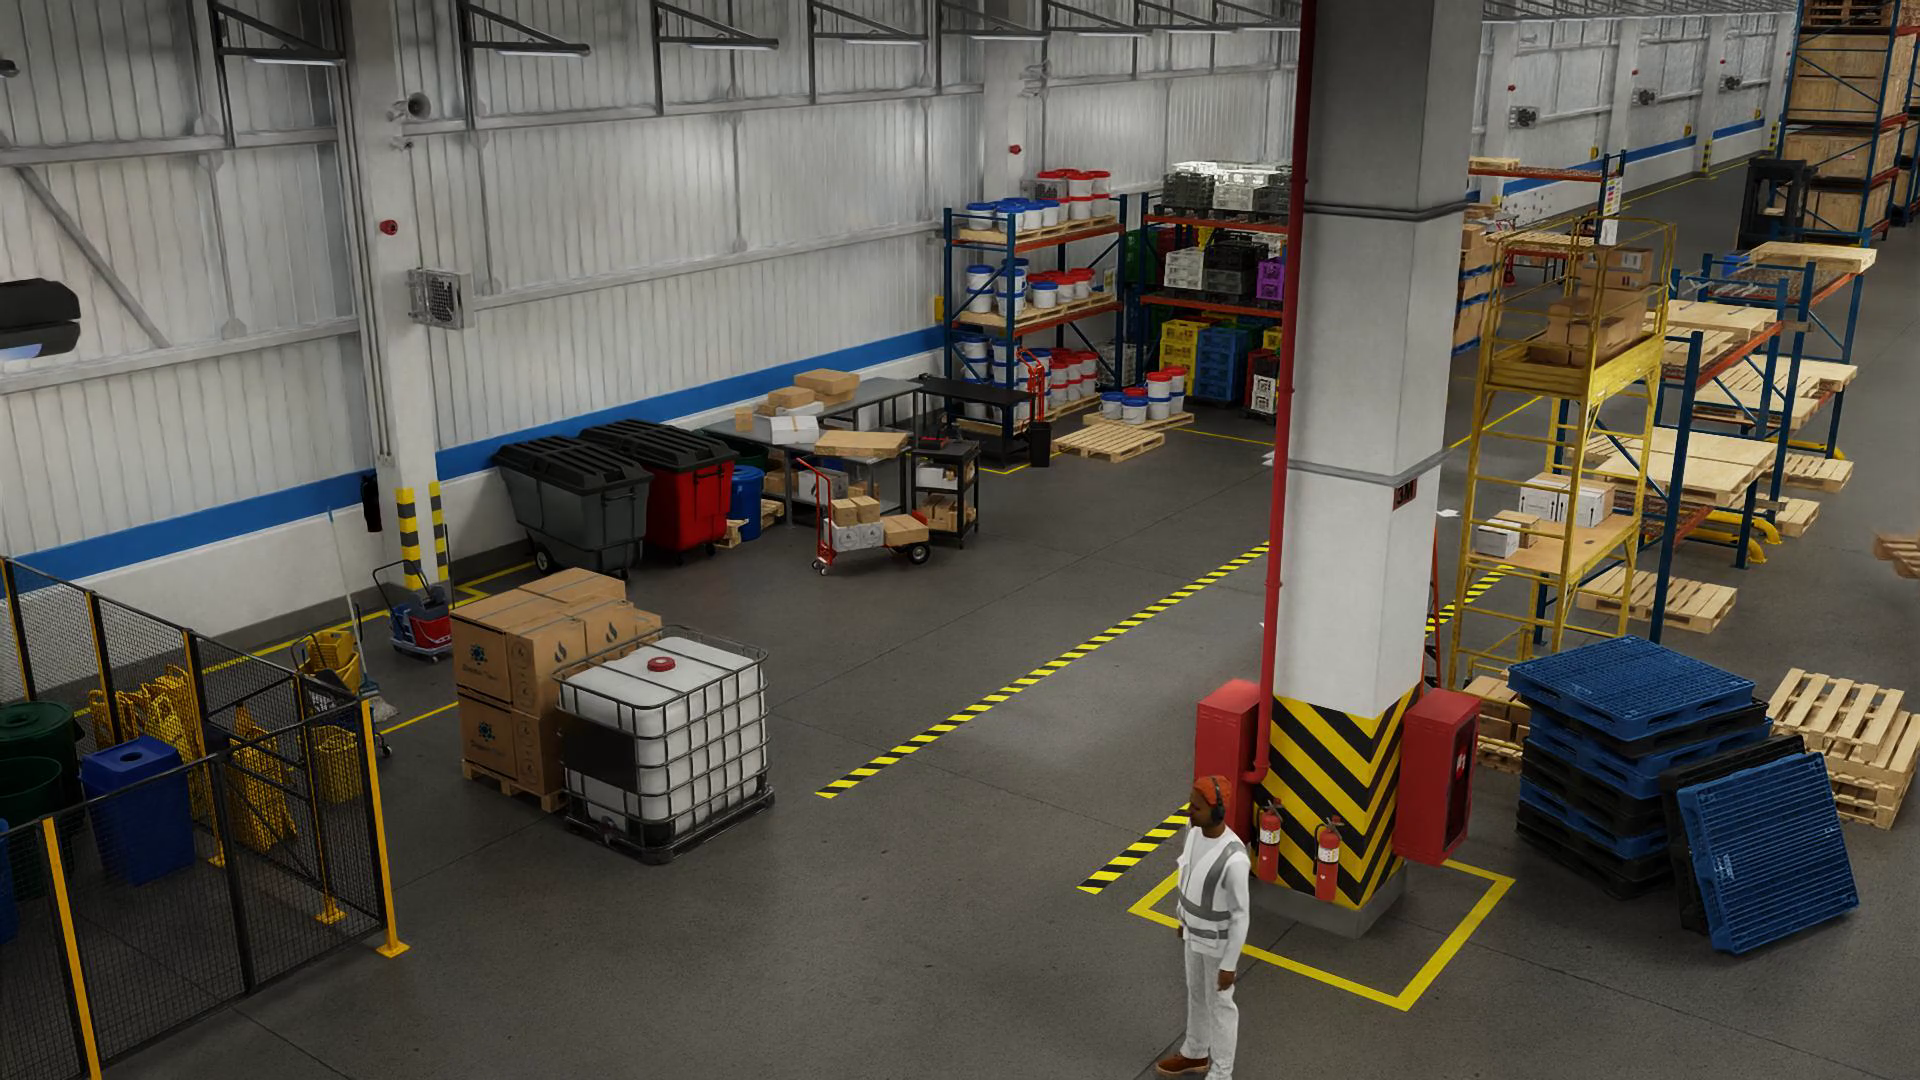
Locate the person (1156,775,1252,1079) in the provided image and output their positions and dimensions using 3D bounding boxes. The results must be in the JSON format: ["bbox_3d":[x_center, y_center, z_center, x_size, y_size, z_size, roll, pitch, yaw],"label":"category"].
[{"bbox_3d":[1.309,2.099,8.773,0.361,1.882,0.575,-6,19,-17],"label":"person"}]

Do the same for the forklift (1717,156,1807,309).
[{"bbox_3d":[15.173,-5.769,31.275,1.129,2.768,1.873,13,22,34],"label":"forklift"}]
